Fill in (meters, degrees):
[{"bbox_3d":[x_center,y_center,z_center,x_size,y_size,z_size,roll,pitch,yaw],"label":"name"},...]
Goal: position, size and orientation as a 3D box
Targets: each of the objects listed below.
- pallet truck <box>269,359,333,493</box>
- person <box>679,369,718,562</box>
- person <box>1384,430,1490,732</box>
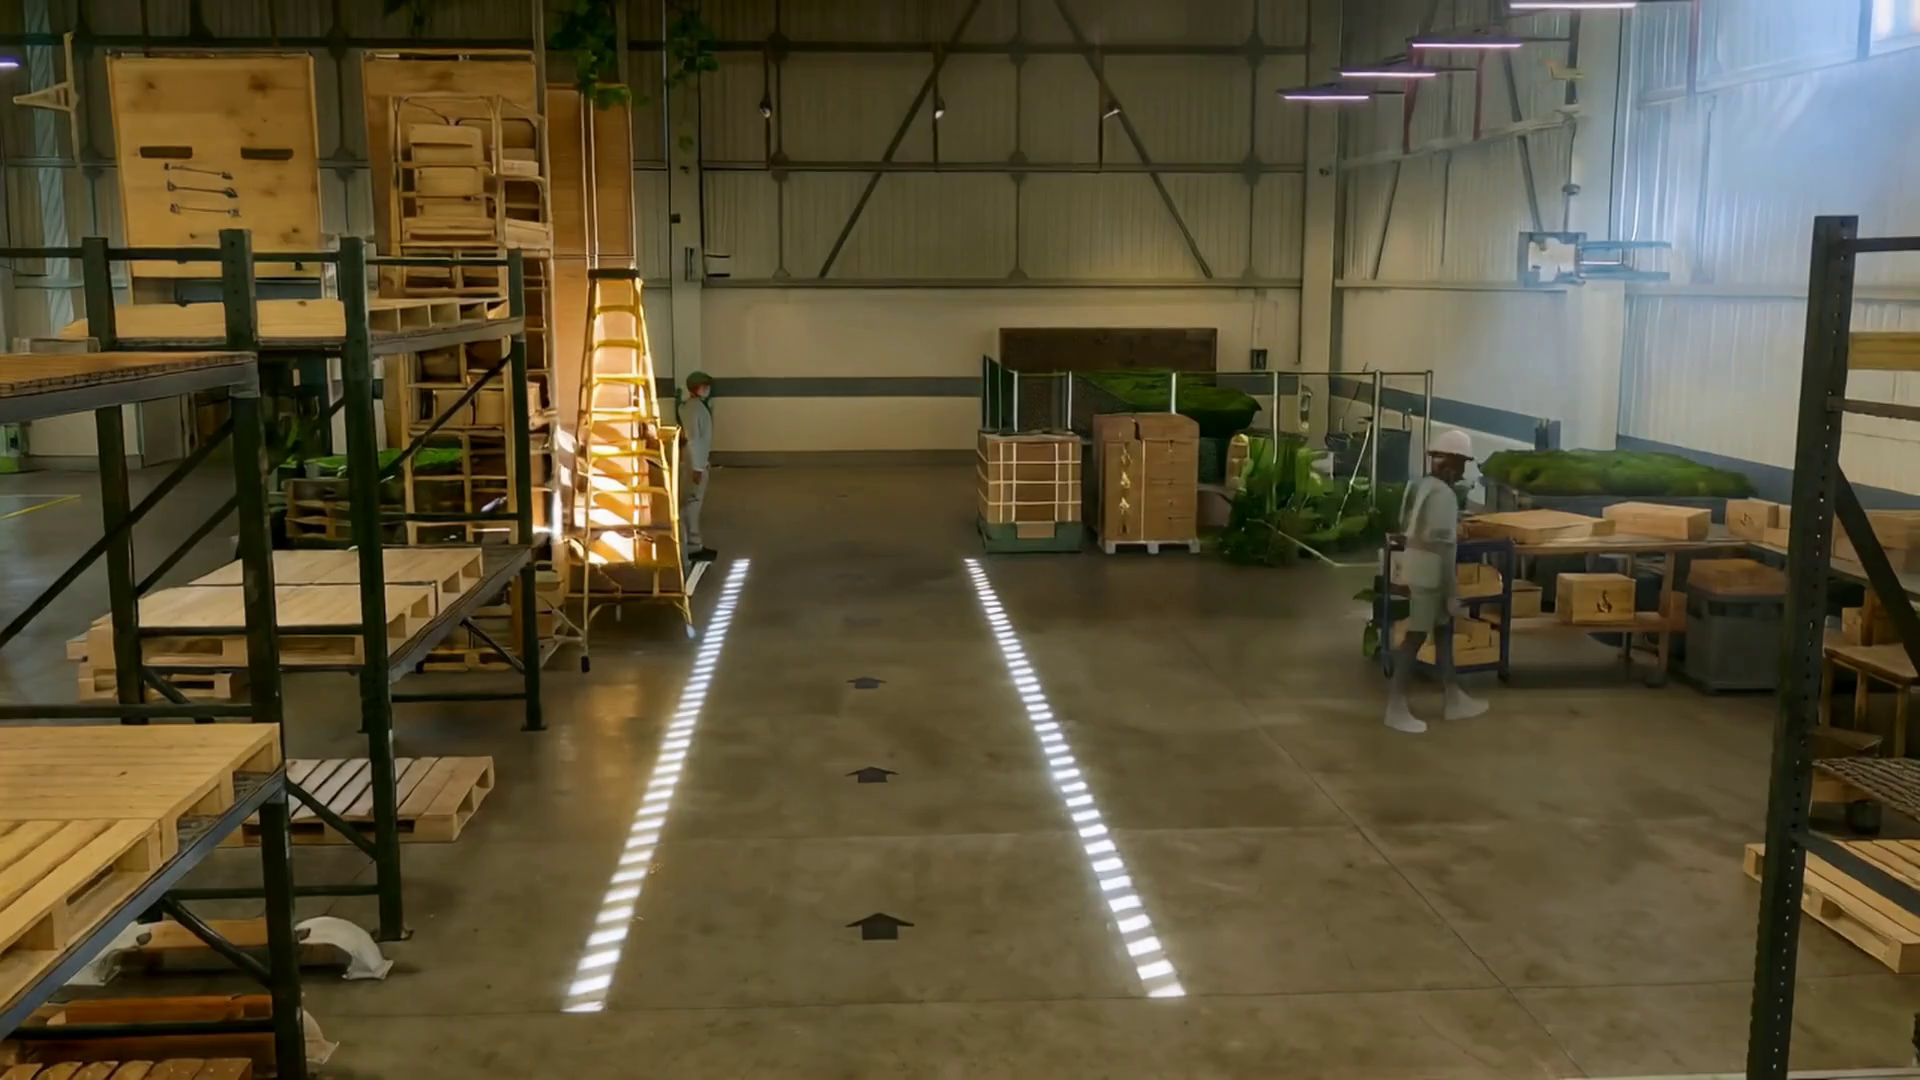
[{"bbox_3d":[-7.062,-1.131,18.996,1.885,1.965,0.823,2,9,13],"label":"pallet truck"},{"bbox_3d":[-2.653,-0.755,16.820,0.358,1.937,0.636,-1,9,-4],"label":"person"},{"bbox_3d":[3.072,0.258,10.589,0.726,1.894,0.598,1,9,7],"label":"person"}]
